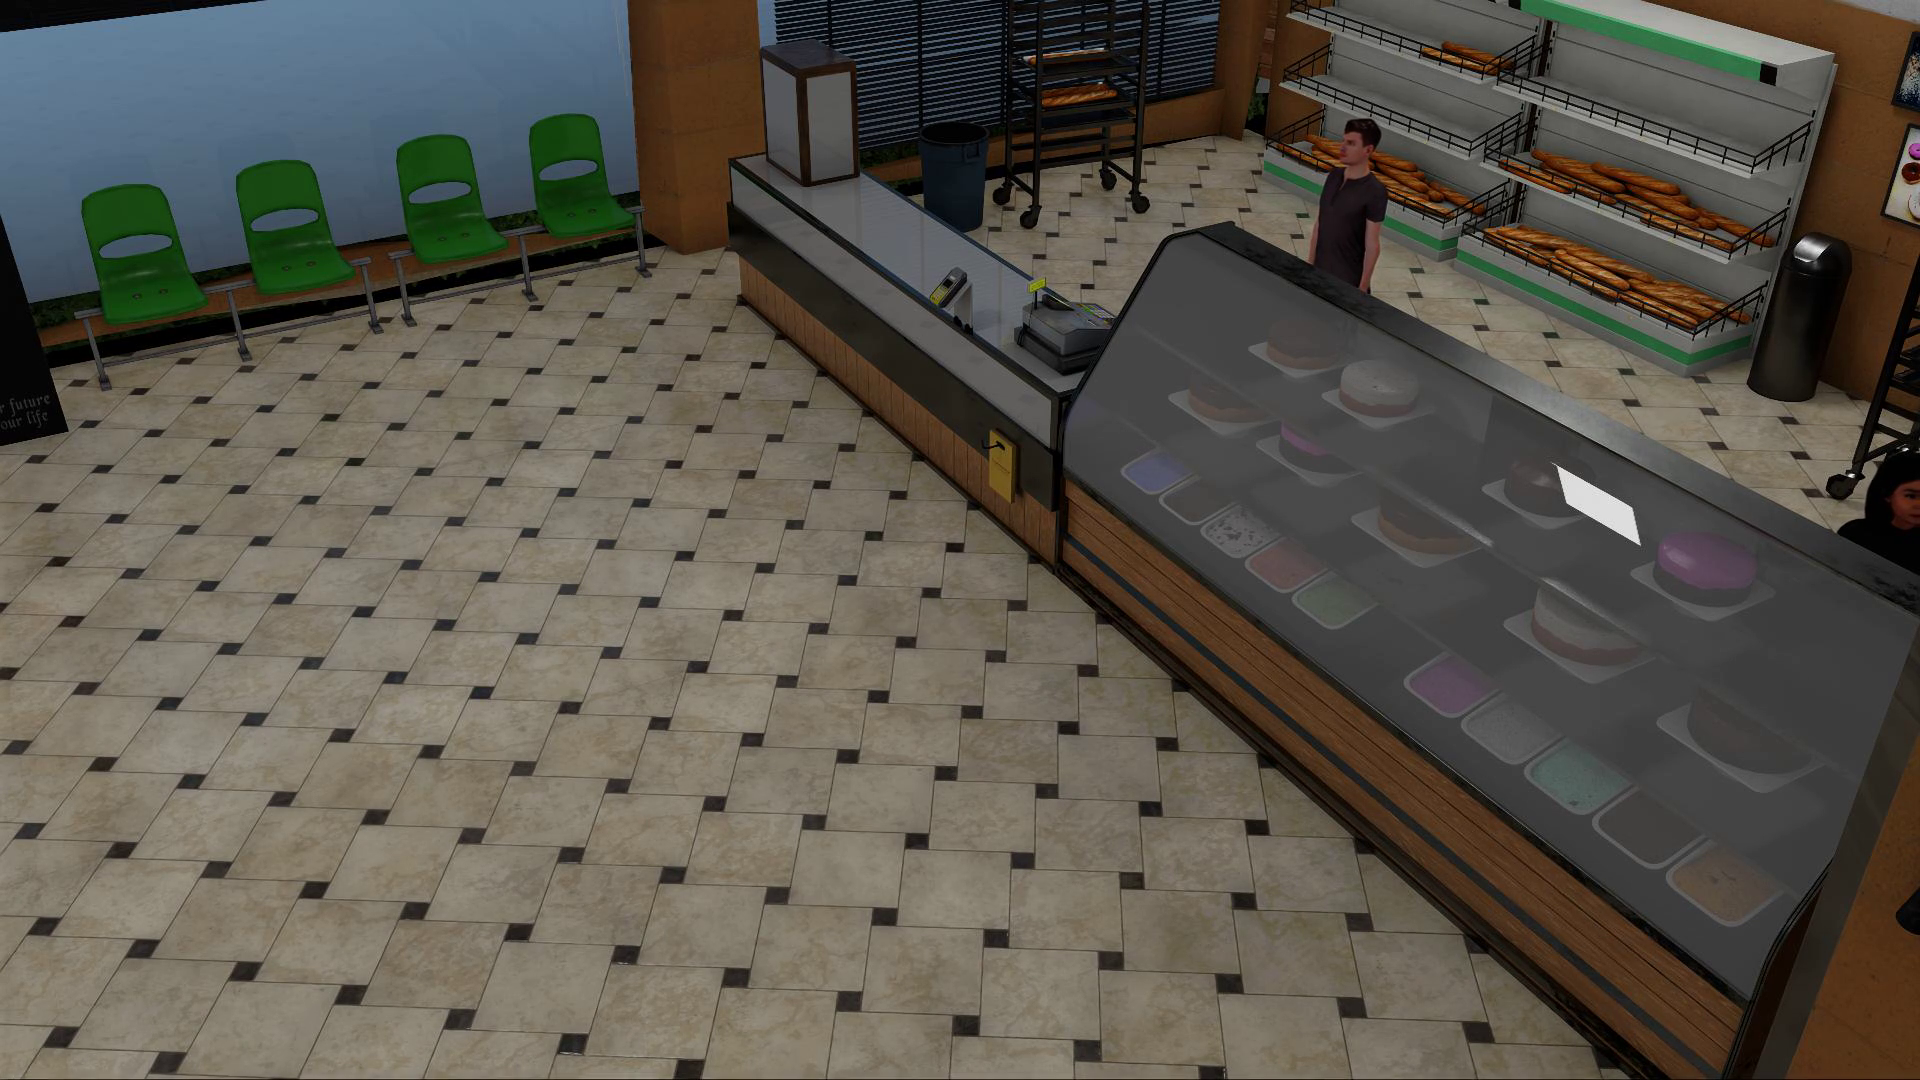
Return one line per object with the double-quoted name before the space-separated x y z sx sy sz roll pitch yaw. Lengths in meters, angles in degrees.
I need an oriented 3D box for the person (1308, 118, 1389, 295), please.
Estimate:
"person" 2.143 -1.460 9.337 0.525 1.854 0.633 -17 36 -25
